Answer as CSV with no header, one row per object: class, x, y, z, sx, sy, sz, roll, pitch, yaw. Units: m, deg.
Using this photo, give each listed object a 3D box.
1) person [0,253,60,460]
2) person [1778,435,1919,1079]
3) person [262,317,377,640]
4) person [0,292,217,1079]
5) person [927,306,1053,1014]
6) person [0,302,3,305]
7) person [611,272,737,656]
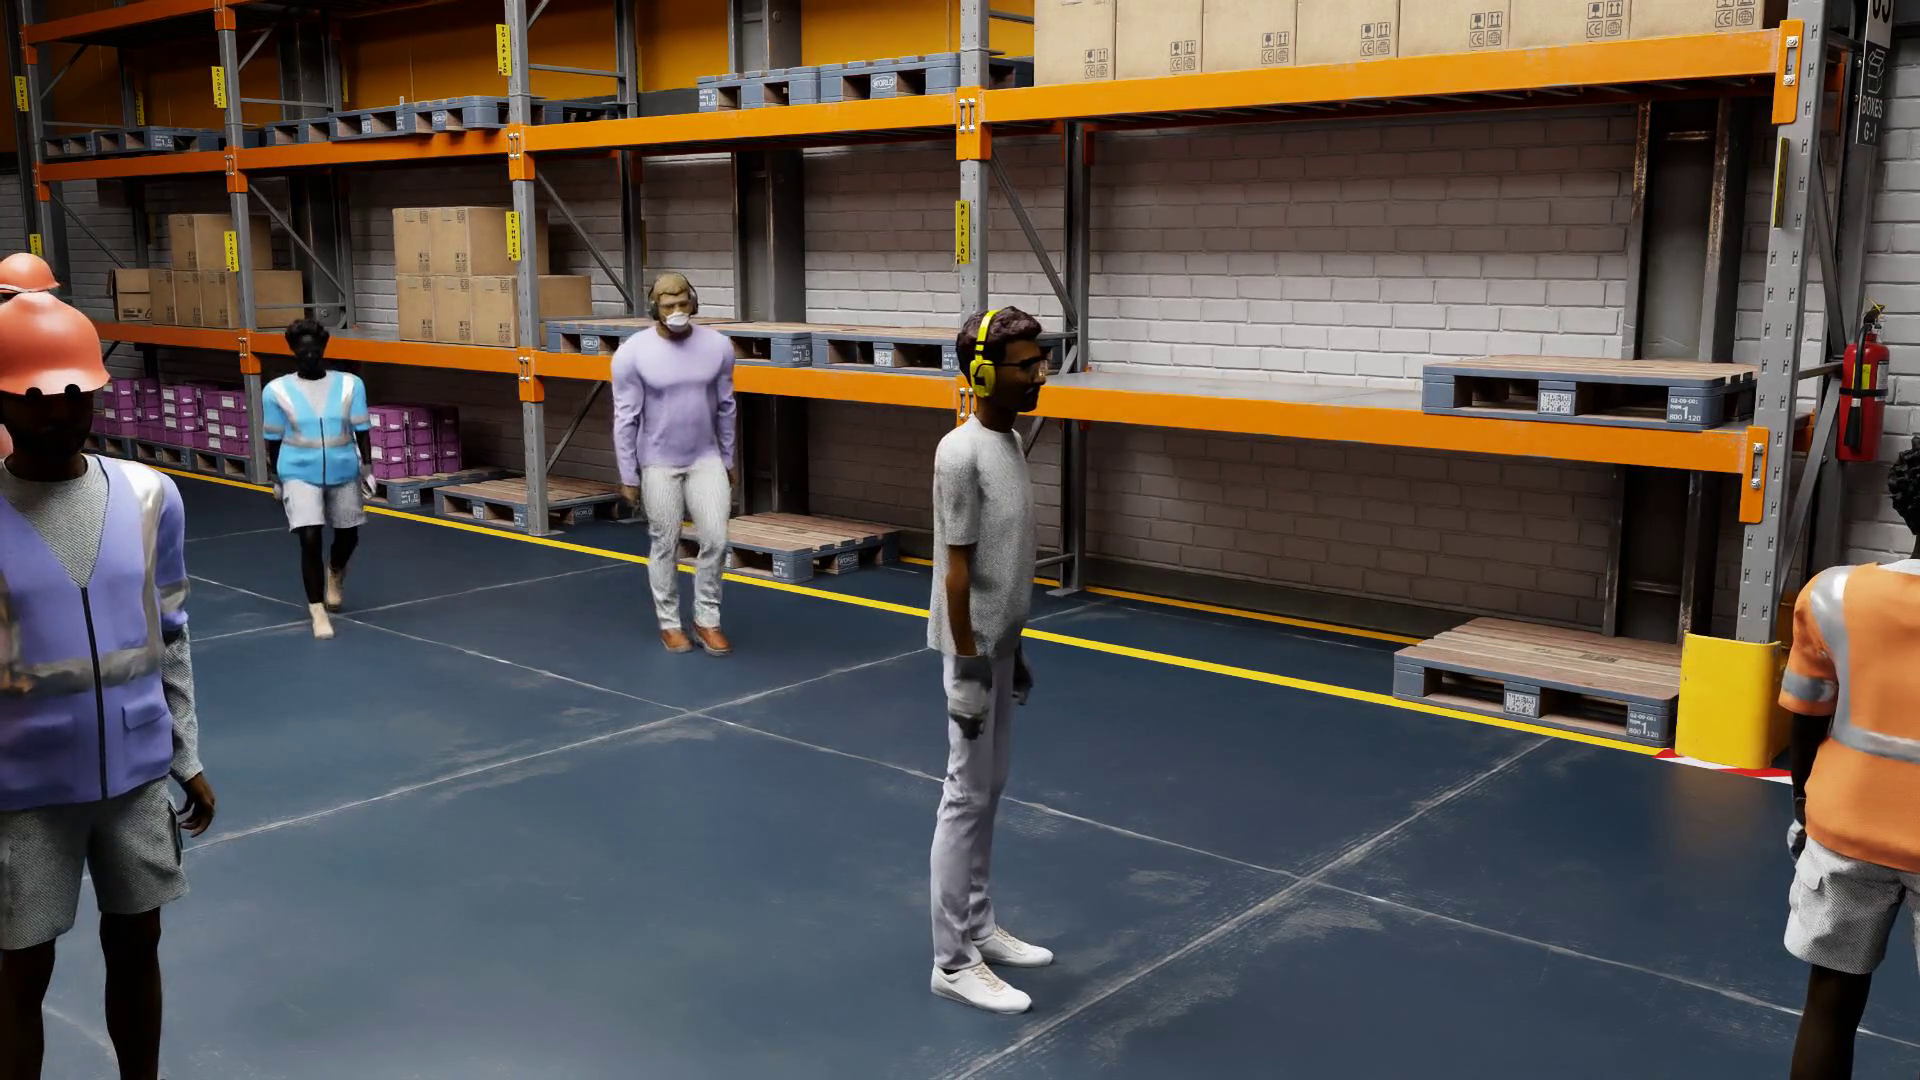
person,-4.428,-0.372,8.018,0.622,1.996,0.369,6,12,32
person,1.900,0.607,3.304,0.317,1.696,0.539,-9,13,-40
person,-3.404,-0.349,8.813,0.535,1.670,0.683,-6,12,-30
person,-1.790,0.474,3.379,0.373,1.935,0.552,8,13,39
person,0.090,0.312,4.498,0.335,1.871,0.519,3,10,17
person,-7.372,-1.318,13.288,0.534,2.000,0.761,-6,12,-32
person,-1.383,-0.354,8.181,0.643,1.904,0.633,-5,11,-26
